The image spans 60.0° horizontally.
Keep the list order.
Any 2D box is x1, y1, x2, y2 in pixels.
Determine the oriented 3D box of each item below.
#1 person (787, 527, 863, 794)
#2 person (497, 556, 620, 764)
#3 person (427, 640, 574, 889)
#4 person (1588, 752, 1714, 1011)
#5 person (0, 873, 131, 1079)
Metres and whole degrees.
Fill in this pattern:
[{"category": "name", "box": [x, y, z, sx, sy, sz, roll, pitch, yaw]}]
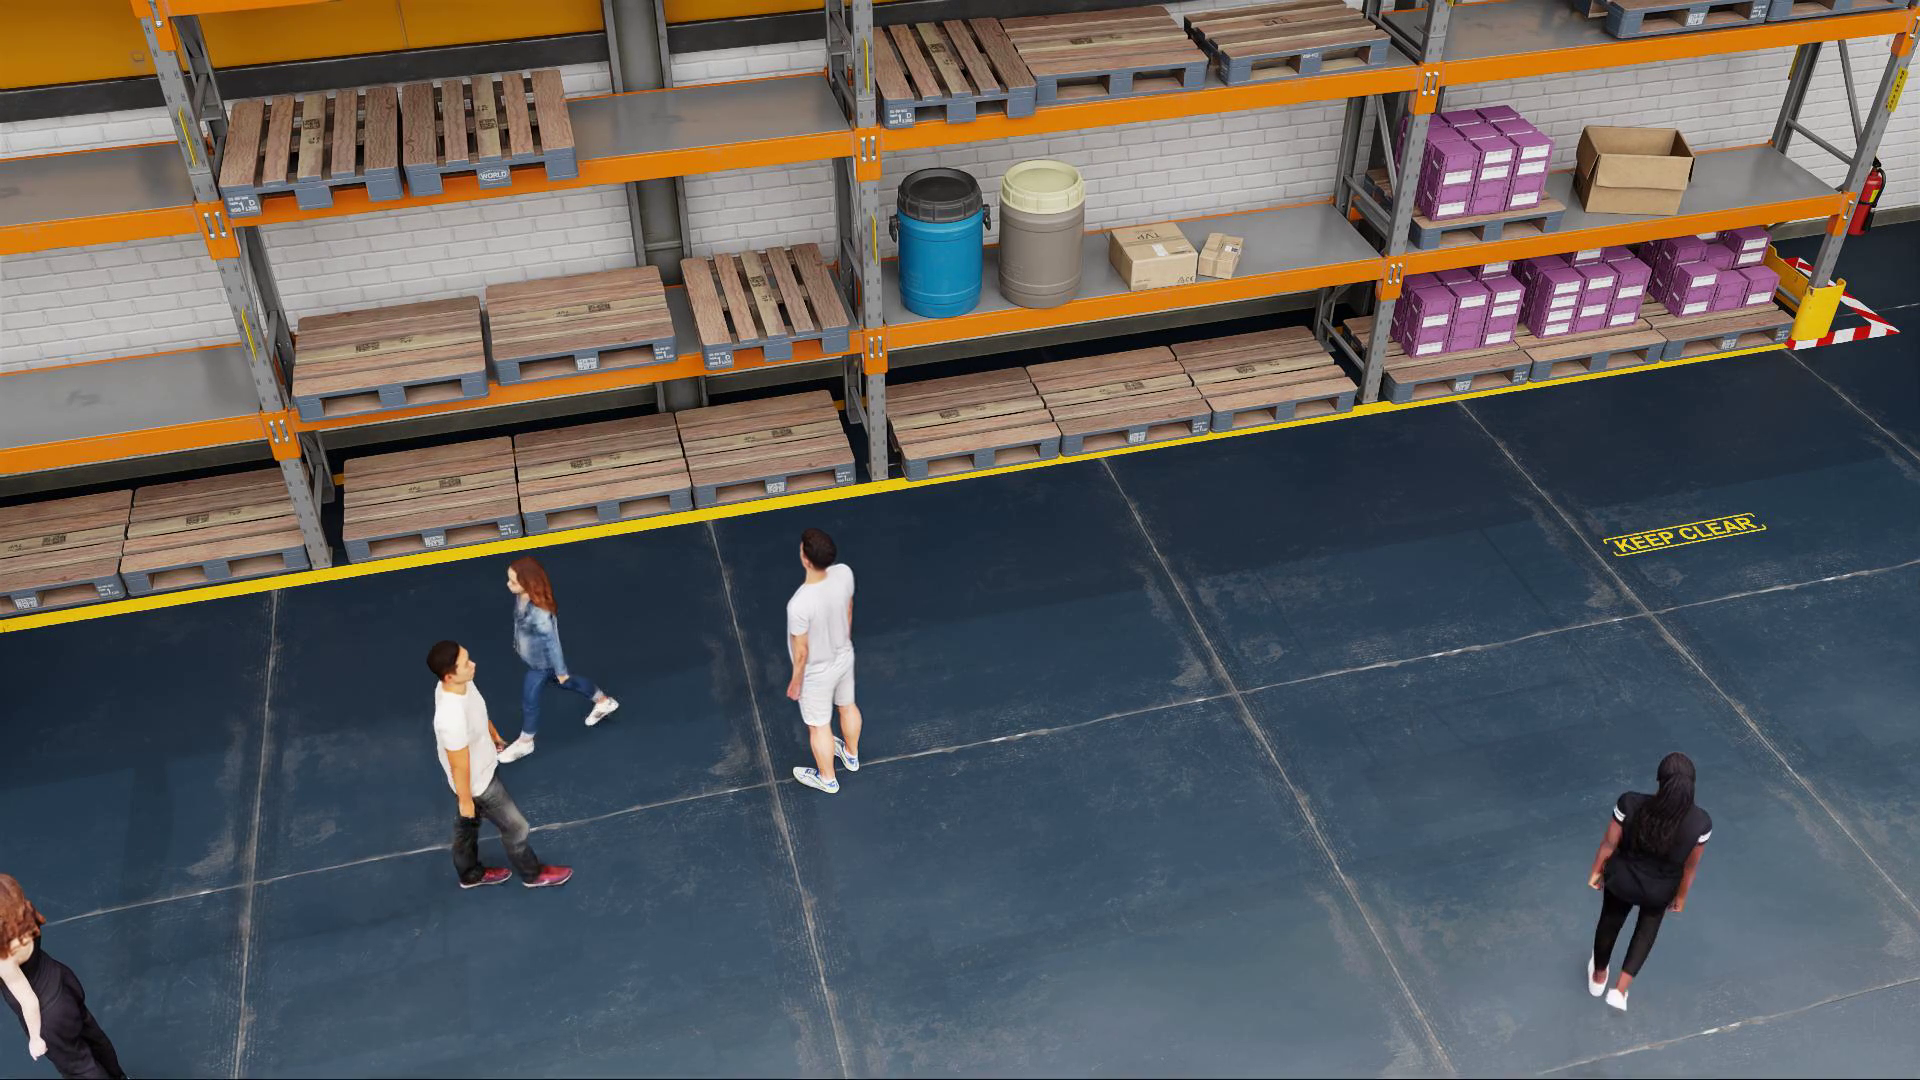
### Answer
[{"category": "person", "box": [-0.778, 0.692, 9.524, 0.822, 1.854, 0.731, 24, 45, 27]}, {"category": "person", "box": [-2.411, 0.658, 9.890, 1.076, 1.450, 0.749, -19, 42, -22]}, {"category": "person", "box": [-2.689, 1.255, 8.880, 0.834, 1.788, 0.658, -9, 40, -12]}, {"category": "person", "box": [3.387, 1.764, 8.289, 0.834, 1.720, 0.887, 16, 41, 19]}, {"category": "person", "box": [-4.259, 2.150, 7.785, 0.533, 1.746, 0.588, -12, 40, -15]}]
